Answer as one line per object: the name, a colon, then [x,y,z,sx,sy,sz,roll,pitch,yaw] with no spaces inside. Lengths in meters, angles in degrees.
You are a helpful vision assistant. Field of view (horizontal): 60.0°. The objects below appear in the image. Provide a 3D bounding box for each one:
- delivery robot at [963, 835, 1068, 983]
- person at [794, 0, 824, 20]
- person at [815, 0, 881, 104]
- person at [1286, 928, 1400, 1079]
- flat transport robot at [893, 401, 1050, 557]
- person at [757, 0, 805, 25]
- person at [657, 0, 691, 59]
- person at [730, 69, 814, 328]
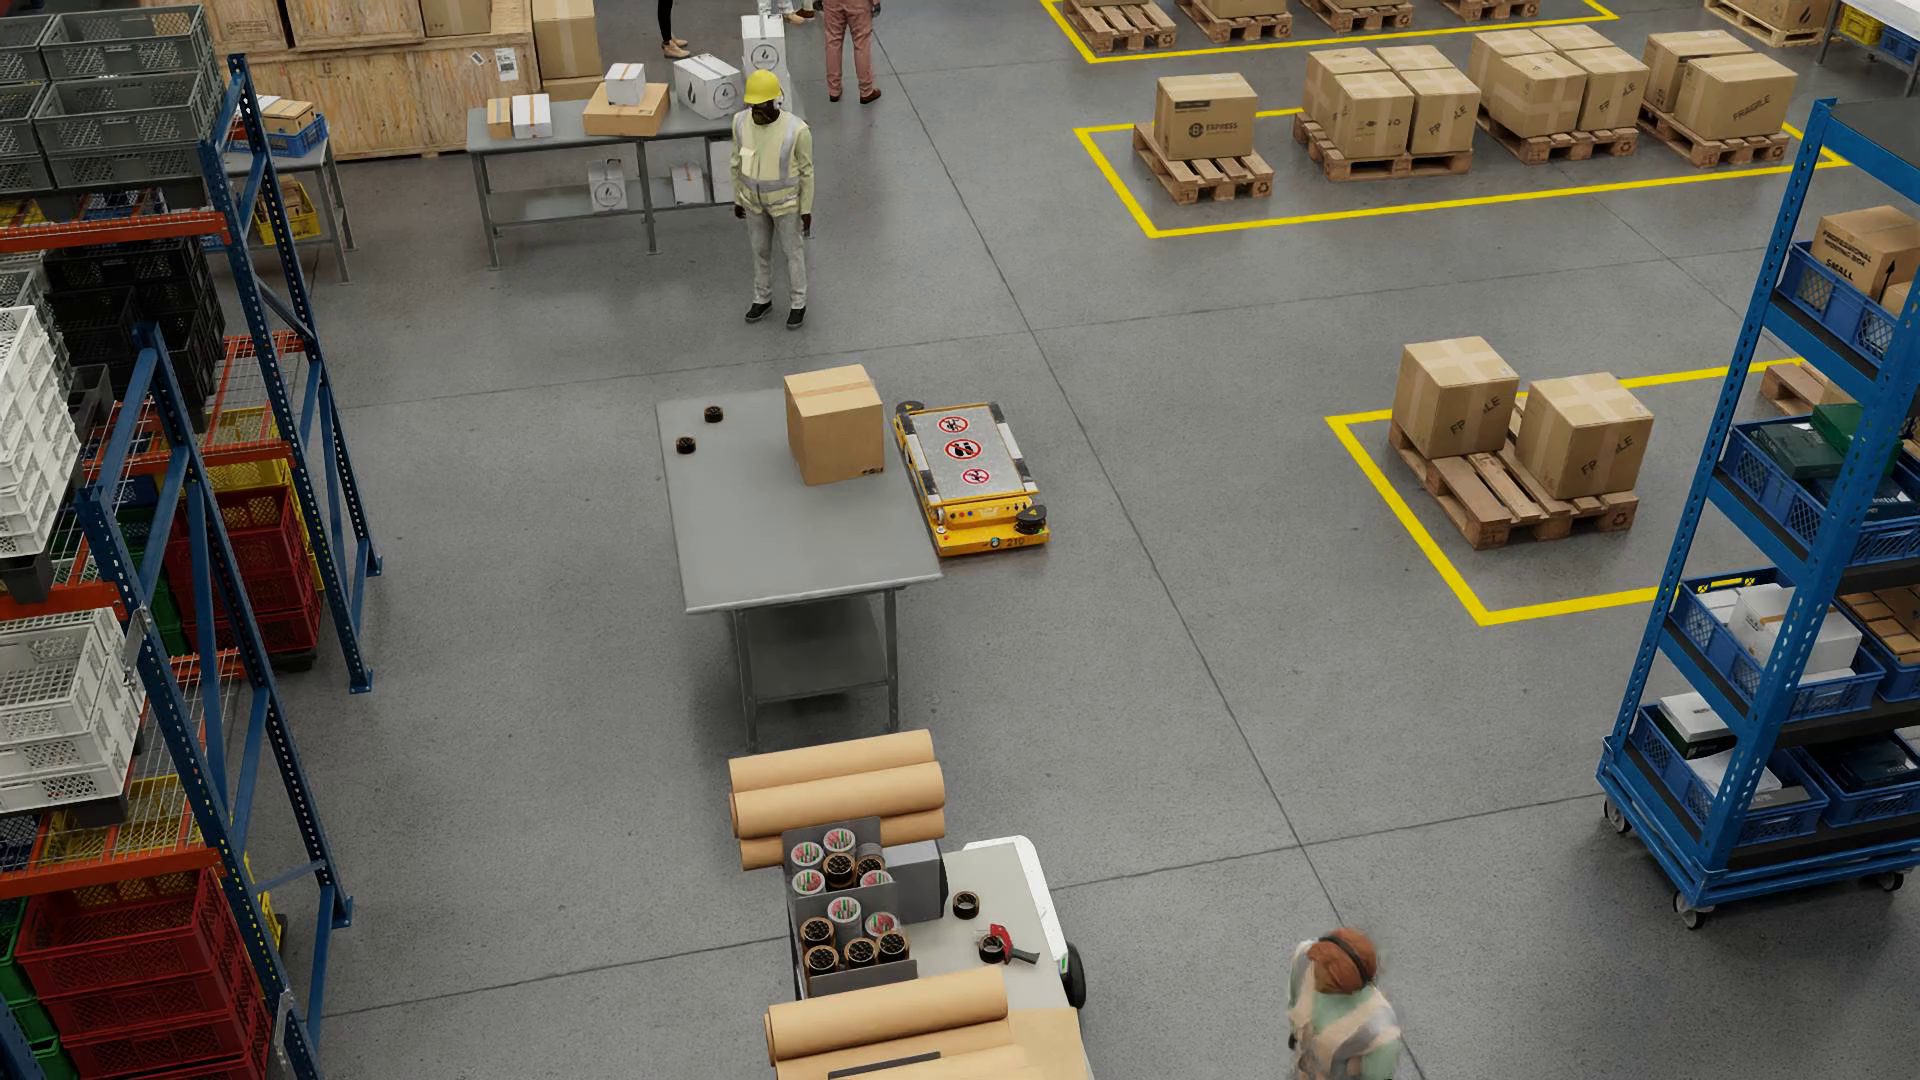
delivery robot: [0.220,1.590,7.081,0.477,0.478,0.707,-7,37,-9]
person: [-1.549,-6.088,16.390,0.333,1.864,0.520,26,44,31]
person: [-0.987,-4.797,14.614,0.643,1.913,0.408,8,37,11]
person: [1.311,1.906,5.858,0.472,1.605,0.543,-16,40,-21]
flat transport robot: [0.046,-0.430,10.108,0.652,0.197,1.431,-8,37,-10]
person: [-1.784,-5.870,16.126,0.431,1.835,0.623,24,43,28]
person: [-2.765,-5.400,15.599,0.318,1.699,0.533,-7,37,-9]
person: [-1.287,-2.318,11.347,0.600,1.832,0.404,11,38,15]
